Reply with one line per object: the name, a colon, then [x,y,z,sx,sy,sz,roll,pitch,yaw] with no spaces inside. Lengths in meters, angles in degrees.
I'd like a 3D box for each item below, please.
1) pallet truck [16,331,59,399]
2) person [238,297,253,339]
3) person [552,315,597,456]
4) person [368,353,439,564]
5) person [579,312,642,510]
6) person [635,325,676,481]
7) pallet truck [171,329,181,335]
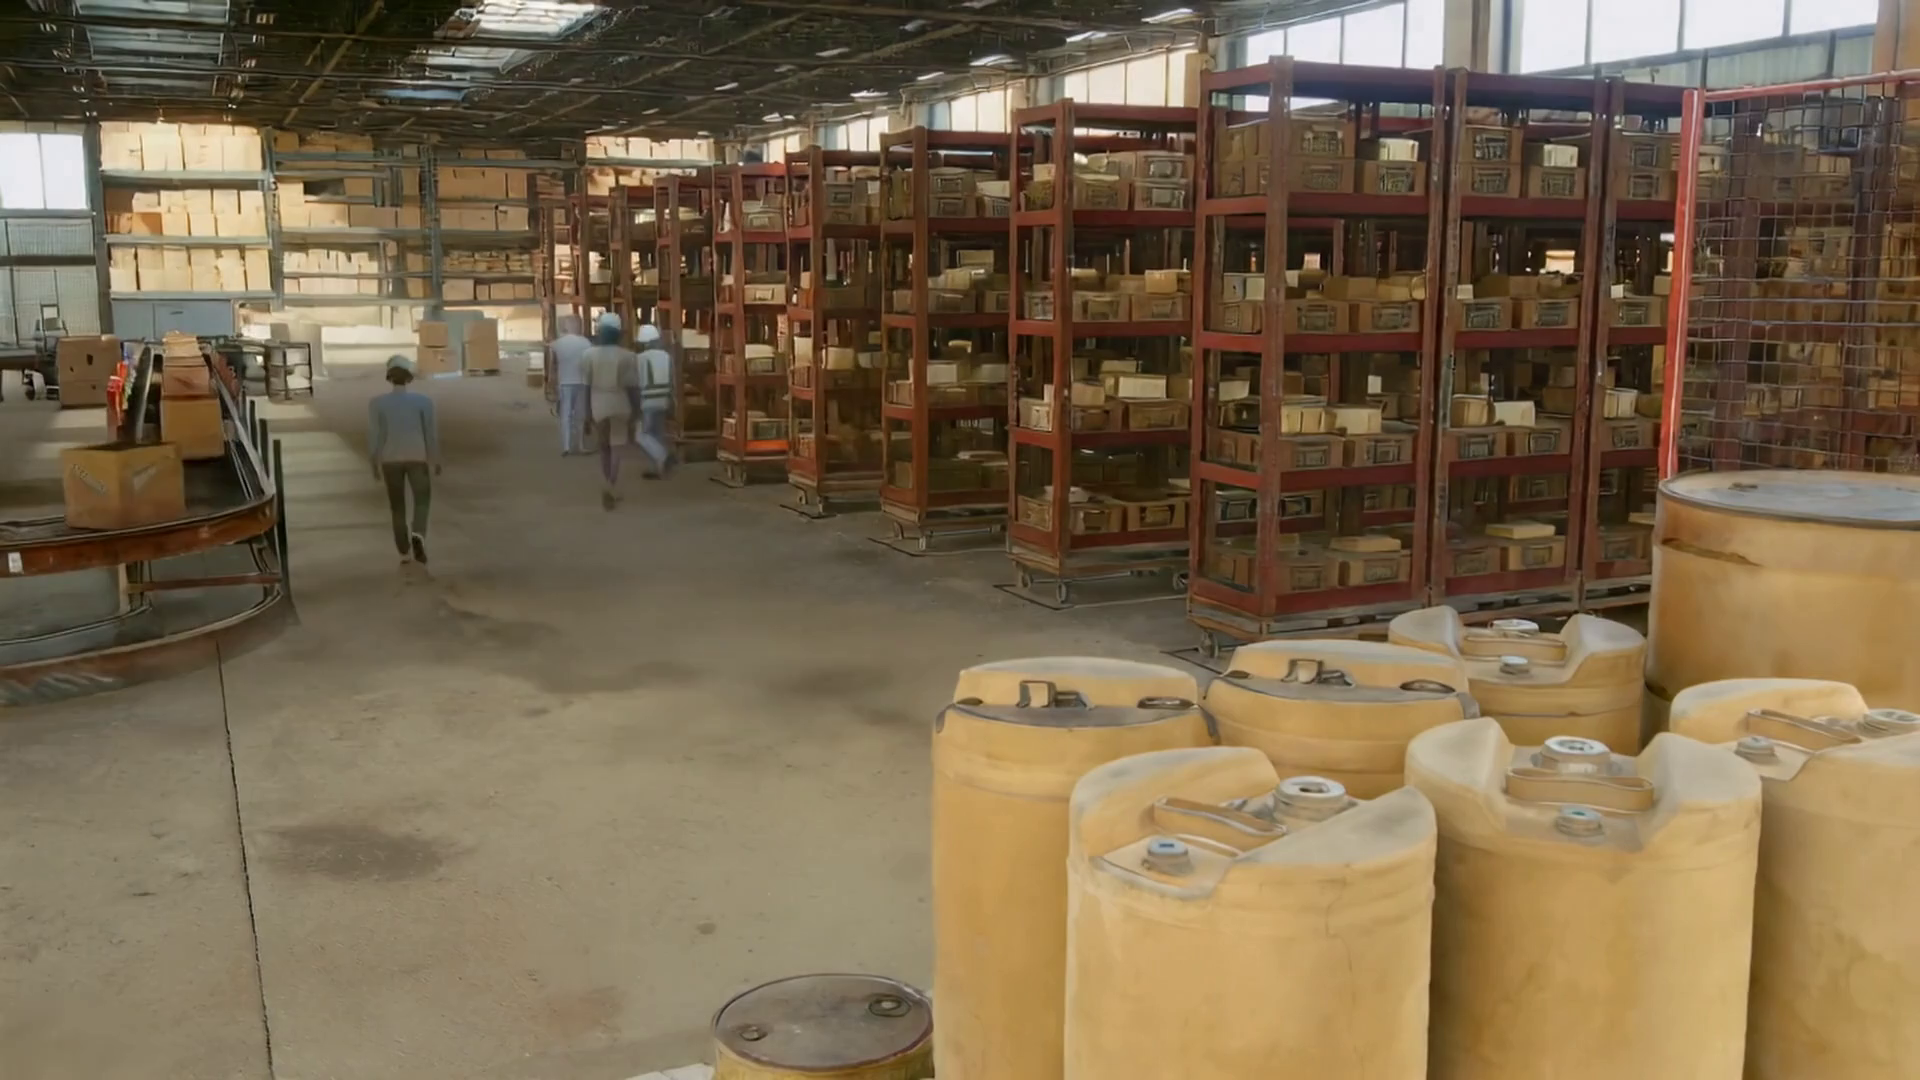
pallet truck: [-17.082,-3.353,31.781,1.630,1.274,0.653,-4,10,-25]
person: [-18.283,-5.320,42.550,0.327,1.766,0.528,3,10,16]
person: [-5.061,-2.018,21.815,0.572,1.841,0.376,2,9,11]
person: [-4.542,-0.649,13.580,0.538,1.751,0.562,-2,9,-14]
person: [-3.587,-1.324,17.030,0.620,2.012,0.980,1,9,3]
person: [-3.473,-1.554,19.050,0.563,1.817,0.590,6,11,34]
pallet truck: [-17.275,-3.851,35.096,1.601,1.201,0.680,0,9,1]
